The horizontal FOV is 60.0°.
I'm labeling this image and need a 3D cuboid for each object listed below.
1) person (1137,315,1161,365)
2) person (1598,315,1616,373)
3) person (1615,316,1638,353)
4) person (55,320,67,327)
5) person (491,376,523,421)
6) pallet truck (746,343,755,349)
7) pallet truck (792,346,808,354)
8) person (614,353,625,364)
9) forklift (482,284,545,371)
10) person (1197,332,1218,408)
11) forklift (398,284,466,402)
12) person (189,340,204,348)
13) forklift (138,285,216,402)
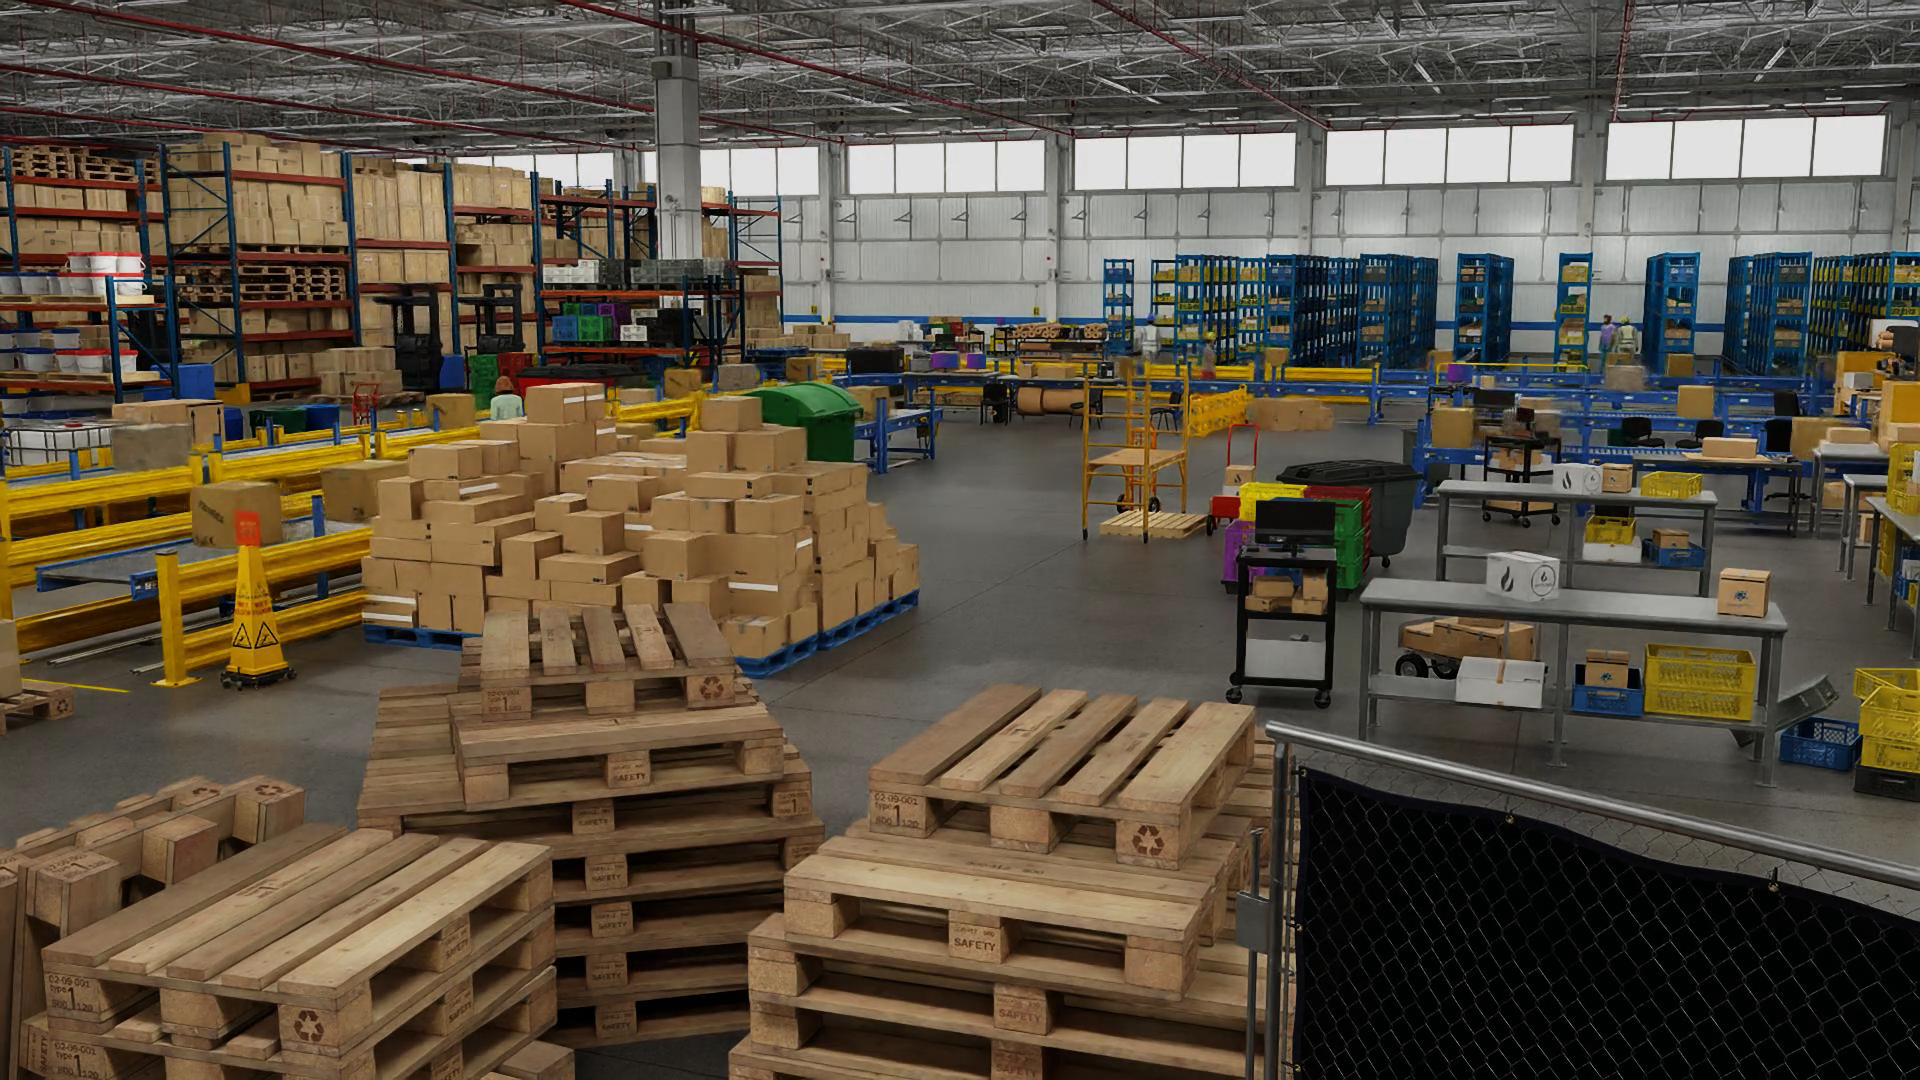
[{"bbox_3d":[5.343,-5.392,47.030,0.616,1.895,0.975,-1,9,-8],"label":"person"},{"bbox_3d":[19.610,-5.908,50.440,0.424,1.844,0.564,-4,10,-23],"label":"person"},{"bbox_3d":[20.100,-5.845,50.231,0.644,1.803,0.620,2,9,10],"label":"person"},{"bbox_3d":[-24.392,-5.081,45.328,0.595,1.818,0.418,2,9,13],"label":"person"},{"bbox_3d":[-6.349,-1.482,23.335,0.287,1.625,0.497,8,12,41],"label":"person"},{"bbox_3d":[-6.183,-4.618,44.264,1.601,1.201,0.680,-9,12,-43],"label":"pallet truck"},{"bbox_3d":[-3.705,-4.298,42.022,0.653,1.274,1.630,3,10,20],"label":"pallet truck"},{"bbox_3d":[-10.758,-6.172,52.544,0.541,1.697,0.315,1,9,8],"label":"person"},{"bbox_3d":[-10.832,-4.702,39.610,1.129,2.768,1.873,3,10,20],"label":"forklift"},{"bbox_3d":[5.720,-3.818,37.641,0.744,1.741,0.532,1,9,8],"label":"person"},{"bbox_3d":[-12.949,-4.780,40.101,1.129,2.768,1.873,3,10,20],"label":"forklift"},{"bbox_3d":[-20.264,-4.837,44.289,0.528,1.658,0.874,4,10,24],"label":"person"},{"bbox_3d":[-17.480,-4.200,36.461,1.873,2.768,1.129,3,10,19],"label":"forklift"}]
